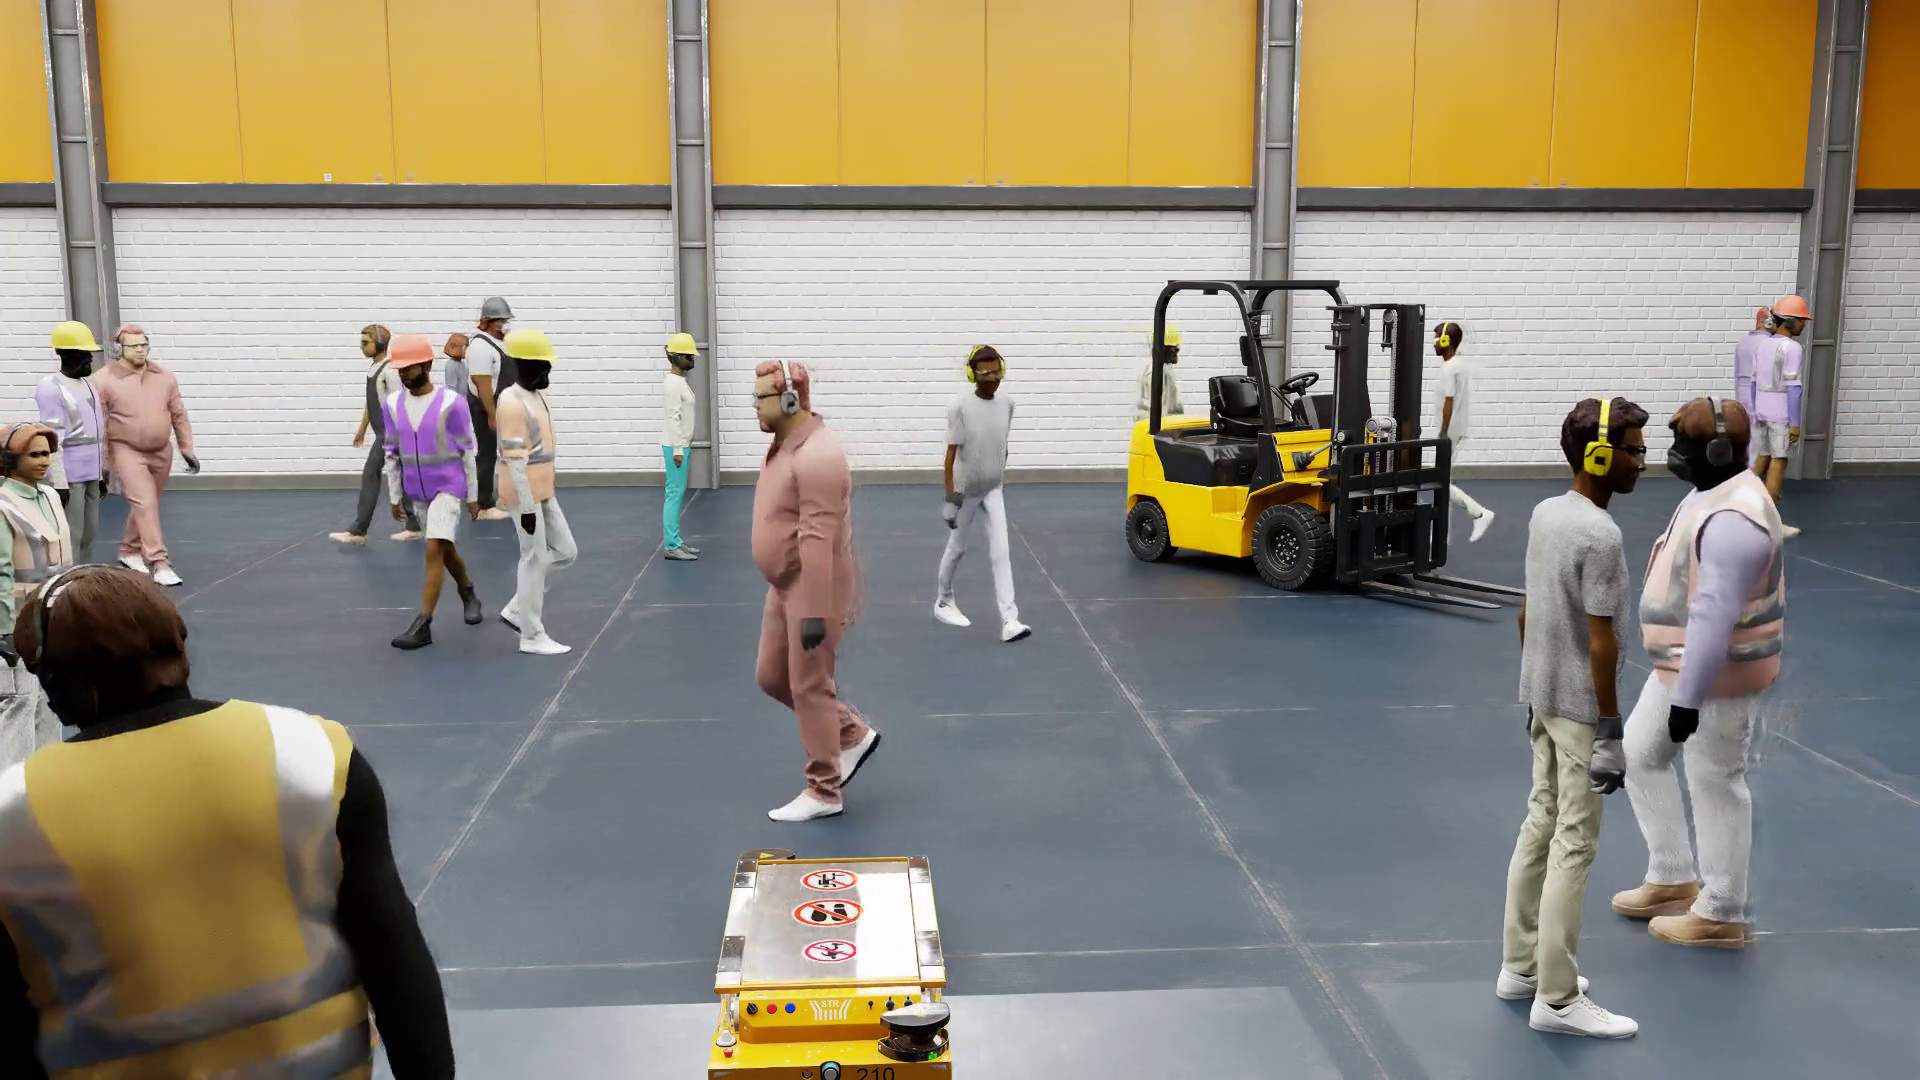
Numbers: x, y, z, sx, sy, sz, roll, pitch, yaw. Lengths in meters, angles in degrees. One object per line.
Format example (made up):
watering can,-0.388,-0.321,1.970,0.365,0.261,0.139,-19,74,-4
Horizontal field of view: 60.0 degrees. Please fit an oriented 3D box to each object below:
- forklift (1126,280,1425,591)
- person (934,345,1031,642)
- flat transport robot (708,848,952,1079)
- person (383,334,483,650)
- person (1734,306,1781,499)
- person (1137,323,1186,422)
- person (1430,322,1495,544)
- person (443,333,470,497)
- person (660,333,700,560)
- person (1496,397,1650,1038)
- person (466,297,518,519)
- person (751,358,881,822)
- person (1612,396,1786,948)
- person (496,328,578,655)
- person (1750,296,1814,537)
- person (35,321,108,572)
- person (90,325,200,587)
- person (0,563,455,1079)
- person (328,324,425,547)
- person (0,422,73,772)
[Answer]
forklift,2.301,-0.860,12.475,1.214,2.155,2.313,-6,11,-35
person,0.107,-0.289,10.163,0.517,1.795,1.052,-5,10,-29
flat transport robot,-0.394,1.269,5.127,0.652,0.197,1.431,-1,9,-4
person,-3.202,-0.328,10.182,0.554,1.878,1.056,2,9,14
person,7.950,-1.357,16.505,0.403,1.904,0.651,-1,9,-4
person,1.721,-0.929,14.112,0.439,1.809,0.610,2,9,10
person,4.027,-0.846,13.518,0.587,1.841,0.522,4,10,25
person,-5.030,-1.254,16.706,0.266,1.631,0.507,-1,9,-4
person,-2.174,-0.728,12.997,0.324,1.765,0.533,-1,9,-4
person,1.814,0.512,4.896,0.310,1.864,0.533,-1,9,-4
person,-4.163,-1.195,15.060,0.586,2.000,0.703,1,9,6
person,-0.601,0.204,6.770,0.495,1.889,0.660,-4,10,-22
person,2.377,0.441,5.453,0.556,1.822,0.667,3,9,17
person,-2.460,-0.272,9.666,0.419,1.911,0.614,0,9,0
person,6.979,-1.050,14.150,0.389,2.039,0.614,-1,9,-4
person,-5.592,-0.424,10.574,0.382,1.924,0.594,-1,9,-4
person,-5.937,-0.625,12.079,0.991,1.860,0.655,6,11,33
person,-1.182,0.918,2.636,0.688,1.774,0.941,-6,11,-33
person,-4.832,-0.851,13.628,0.891,1.808,0.518,-5,10,-27
person,-3.708,0.346,6.652,0.310,1.636,0.523,-1,9,-4
